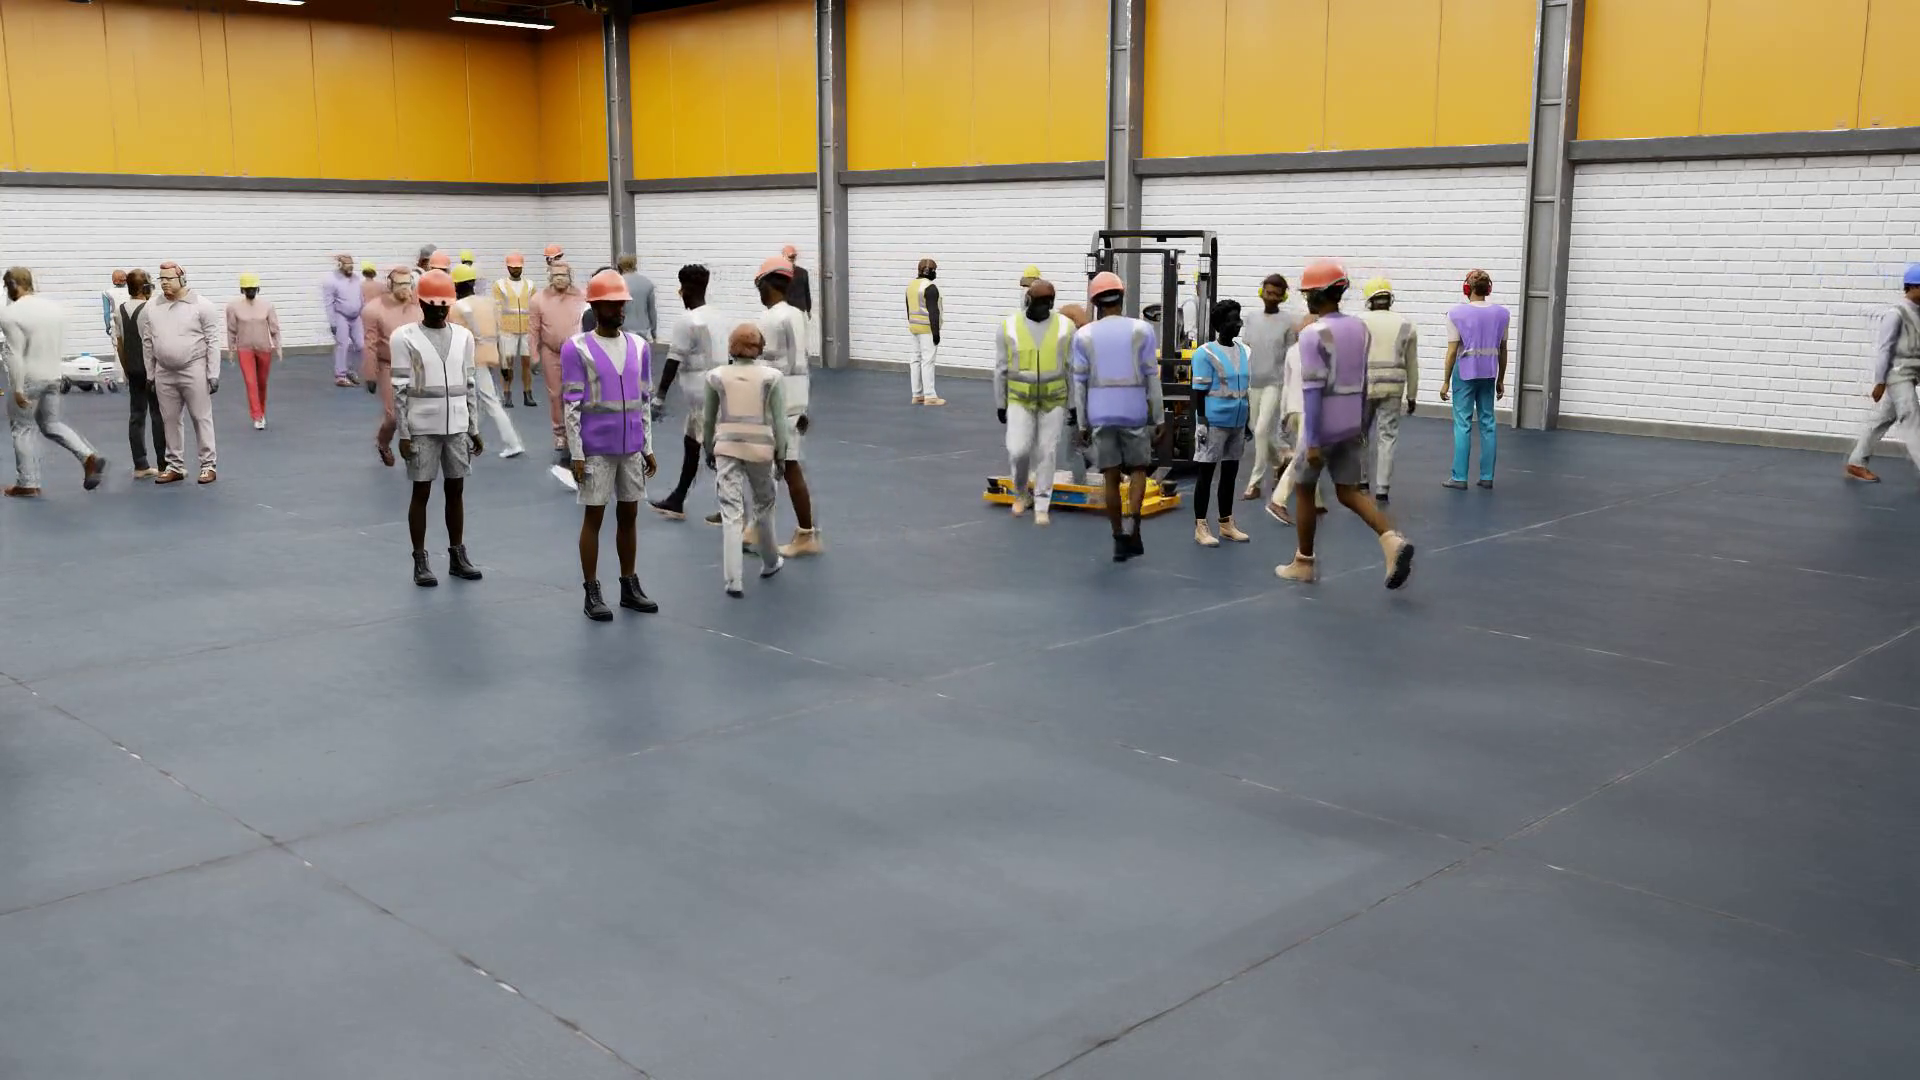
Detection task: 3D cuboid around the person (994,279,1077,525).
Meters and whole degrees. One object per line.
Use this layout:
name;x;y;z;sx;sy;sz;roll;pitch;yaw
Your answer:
person;0.568;-1.013;12.296;0.627;1.818;0.432;0;10;0

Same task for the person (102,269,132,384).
person;-12.061;-3.074;24.001;0.514;1.641;0.308;-6;12;-28

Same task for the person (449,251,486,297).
person;-8.180;-3.871;27.699;0.584;1.882;0.971;-5;12;-26

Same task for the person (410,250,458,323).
person;-5.577;-2.115;17.859;0.629;1.969;0.439;-5;11;-24

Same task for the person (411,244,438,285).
person;-6.860;-2.864;21.761;0.848;2.000;0.689;5;11;25

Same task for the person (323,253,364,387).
person;-8.640;-3.093;23.451;0.442;1.885;0.719;5;12;27

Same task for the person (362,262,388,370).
person;-9.133;-3.446;25.829;0.543;1.715;0.936;-3;11;-16

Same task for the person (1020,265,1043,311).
person;0.919;-2.700;21.678;0.320;1.742;0.492;-1;10;-6

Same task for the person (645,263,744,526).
person;-2.001;-1.058;12.266;0.961;1.909;0.627;3;11;17

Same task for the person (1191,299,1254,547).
person;1.816;-0.807;11.474;0.536;1.700;0.318;-8;13;-36

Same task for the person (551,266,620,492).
person;-3.138;-1.366;14.055;0.576;1.875;0.745;-1;10;-4

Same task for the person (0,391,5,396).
person;-13.075;-2.859;22.246;0.919;1.858;0.573;7;13;35

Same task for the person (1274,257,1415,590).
person;2.284;-0.673;9.913;0.632;2.007;0.910;-8;13;-36

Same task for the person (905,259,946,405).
person;-0.425;-2.621;20.997;0.430;1.839;0.619;-6;12;-31

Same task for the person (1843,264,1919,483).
person;8.014;-1.374;14.058;0.618;1.895;1.027;-8;13;-38

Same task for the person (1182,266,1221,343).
person;2.510;-1.927;17.218;0.403;1.831;0.597;7;13;34

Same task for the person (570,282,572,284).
person;-6.577;-3.783;27.955;0.346;1.615;0.593;-1;10;-7

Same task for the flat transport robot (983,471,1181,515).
flat transport robot;0.954;-0.389;13.095;1.431;0.197;0.652;7;12;32

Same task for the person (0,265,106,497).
person;-7.445;-1.283;13.562;0.716;1.895;0.636;3;11;14

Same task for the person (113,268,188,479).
person;-7.094;-1.439;14.527;0.508;1.846;0.345;2;11;13

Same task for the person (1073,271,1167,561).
person;1.047;-0.801;10.904;0.631;1.895;0.513;2;11;11

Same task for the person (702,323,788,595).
person;-1.295;-0.503;10.059;0.540;1.590;0.838;0;10;1

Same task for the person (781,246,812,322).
person;-2.733;-3.631;26.156;0.653;1.955;0.933;-10;14;-43

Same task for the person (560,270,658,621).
person;-1.941;-0.530;9.303;0.545;1.942;0.353;-9;14;-42

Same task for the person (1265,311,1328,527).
person;2.547;-0.926;12.451;0.799;1.585;0.538;-6;12;-30

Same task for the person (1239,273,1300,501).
person;2.530;-1.259;13.590;0.545;1.839;0.765;10;14;42

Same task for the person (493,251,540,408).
person;-5.498;-2.612;20.675;0.551;1.932;0.378;-6;12;-28

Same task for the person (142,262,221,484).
person;-6.703;-1.429;14.302;0.651;1.906;0.403;0;10;1

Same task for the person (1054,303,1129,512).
person;1.018;-1.009;12.816;0.569;1.609;0.538;2;11;11

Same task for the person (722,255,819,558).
person;-1.299;-0.869;11.021;0.790;1.990;0.605;1;10;5

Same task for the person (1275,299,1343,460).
person;3.316;-1.588;15.532;0.604;1.792;1.009;-4;11;-23

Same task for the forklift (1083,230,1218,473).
forklift;1.804;-1.825;15.677;1.214;2.155;2.313;2;11;13

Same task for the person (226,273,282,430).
person;-7.852;-2.111;18.527;0.536;1.722;0.898;-6;12;-31

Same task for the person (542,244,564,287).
person;-6.141;-3.498;25.341;0.396;1.993;0.617;1;10;5

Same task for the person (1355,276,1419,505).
person;3.339;-1.194;13.294;0.630;1.802;0.615;2;11;8

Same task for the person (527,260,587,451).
person;-3.900;-1.788;16.328;0.660;1.885;0.746;-2;11;-12

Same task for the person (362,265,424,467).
person;-4.977;-1.504;14.817;0.661;1.876;0.652;-8;13;-36

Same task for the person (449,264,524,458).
person;-4.615;-1.712;15.996;1.010;1.862;0.606;4;11;22

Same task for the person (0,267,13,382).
person;-11.060;-2.295;19.092;0.575;1.882;0.355;-8;13;-39

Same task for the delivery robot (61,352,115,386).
delivery robot;-11.811;-2.301;22.489;0.707;0.478;0.477;3;11;15

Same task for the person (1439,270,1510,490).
person;4.326;-1.337;13.969;0.570;1.843;0.372;-2;11;-12

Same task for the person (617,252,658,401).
person;-3.992;-2.532;20.242;0.673;1.929;0.416;-9;14;-42

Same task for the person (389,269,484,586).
person;-3.186;-0.687;10.200;0.543;1.927;0.375;-9;14;-41
